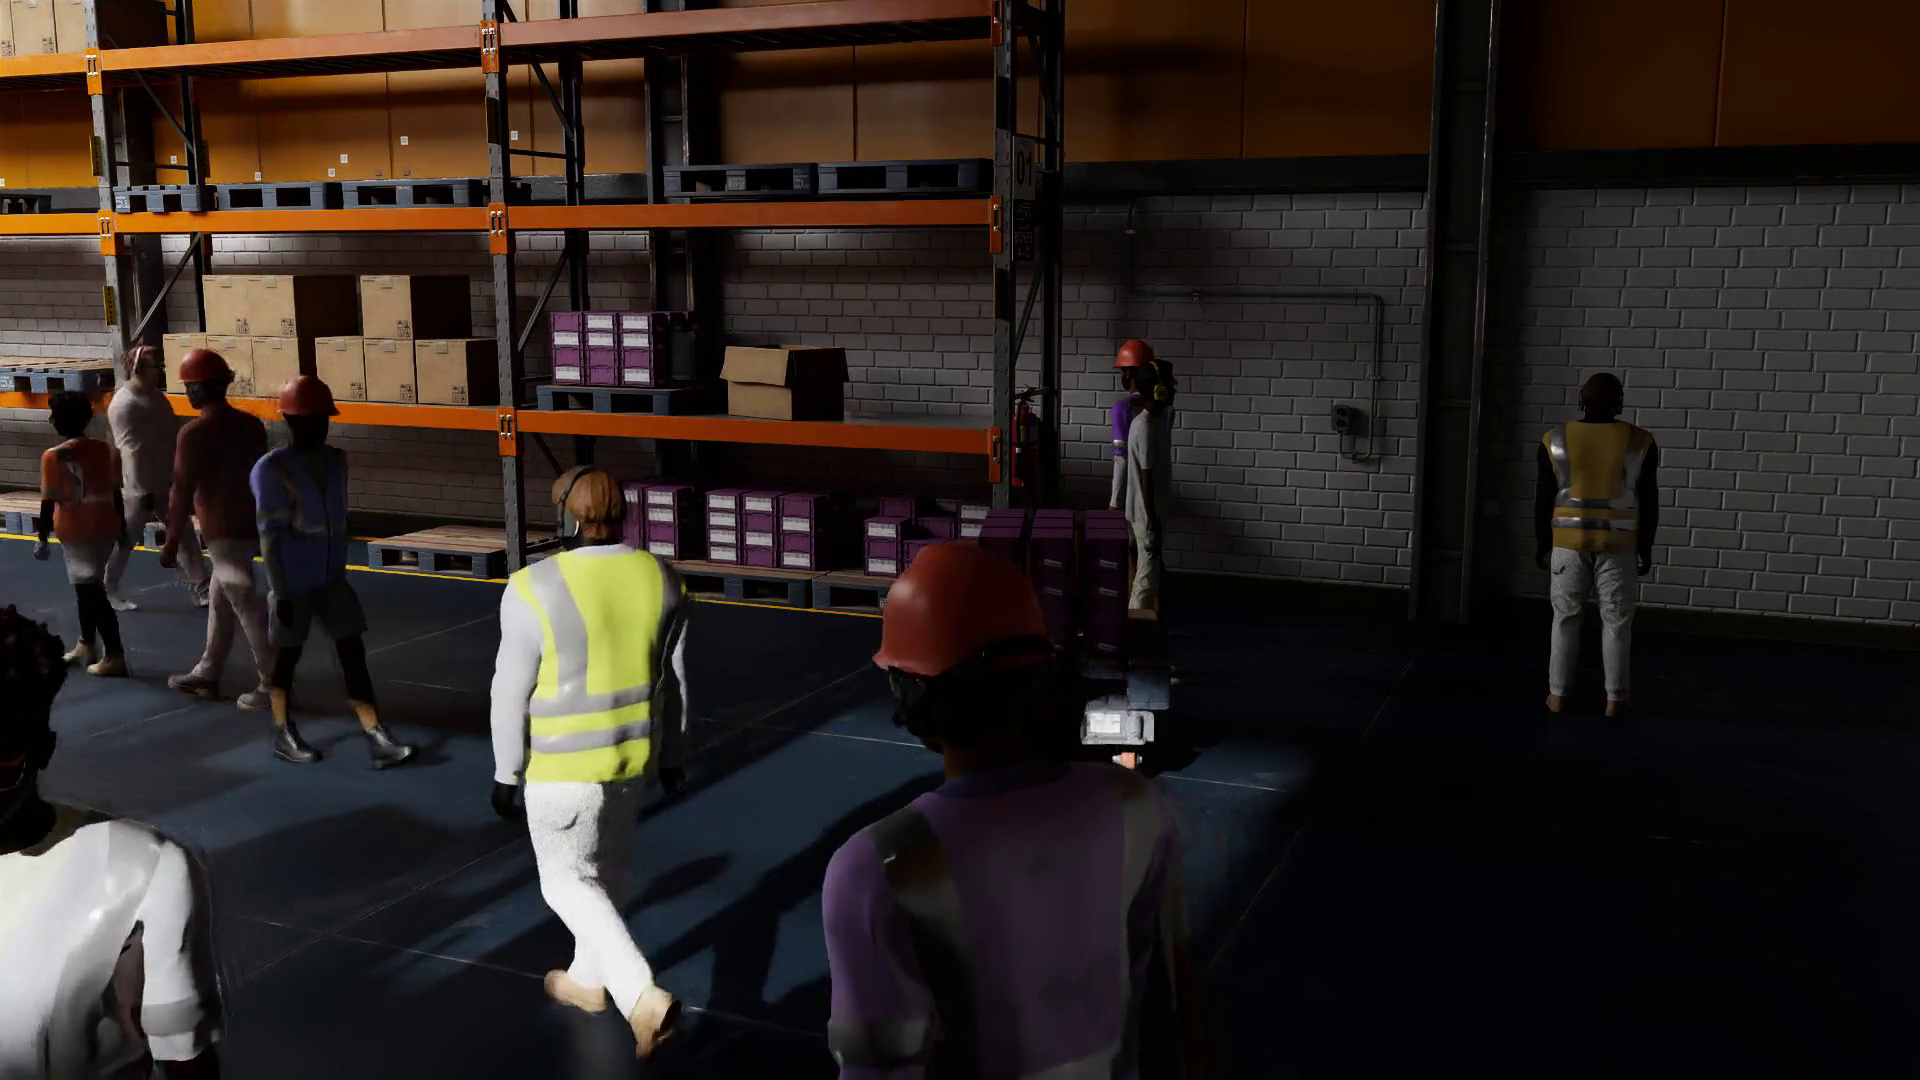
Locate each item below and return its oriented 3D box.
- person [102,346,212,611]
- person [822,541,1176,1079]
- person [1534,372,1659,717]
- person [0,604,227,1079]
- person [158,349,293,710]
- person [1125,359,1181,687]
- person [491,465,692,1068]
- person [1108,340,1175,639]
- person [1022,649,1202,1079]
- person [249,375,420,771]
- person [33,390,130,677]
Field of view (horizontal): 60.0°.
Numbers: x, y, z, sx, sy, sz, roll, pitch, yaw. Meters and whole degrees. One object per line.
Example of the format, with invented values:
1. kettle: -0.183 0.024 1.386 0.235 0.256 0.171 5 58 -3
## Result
1. person: -5.592 -0.411 11.509 1.014 1.853 0.667 0 9 1
2. person: 0.023 0.989 2.690 0.633 1.993 1.028 -5 11 -26
3. person: 3.398 0.026 8.912 0.619 1.845 0.430 4 10 22
4. person: -1.477 1.019 2.707 0.609 1.934 0.882 0 9 0
5. person: -4.052 -0.045 8.976 0.920 1.951 0.616 1 10 9
6. person: 1.116 -0.102 9.581 0.325 1.876 0.524 1 9 4
7. person: -1.095 0.677 5.100 0.820 1.821 0.626 9 13 42
8. person: 1.113 -0.299 10.575 0.375 1.935 0.551 9 13 43
9. person: 0.232 1.057 2.952 0.588 1.777 1.035 -7 12 -37
10. person: -2.992 0.181 7.827 0.966 1.887 0.564 5 11 29
11. person: -5.187 -0.033 9.715 0.679 1.670 0.549 2 10 13
